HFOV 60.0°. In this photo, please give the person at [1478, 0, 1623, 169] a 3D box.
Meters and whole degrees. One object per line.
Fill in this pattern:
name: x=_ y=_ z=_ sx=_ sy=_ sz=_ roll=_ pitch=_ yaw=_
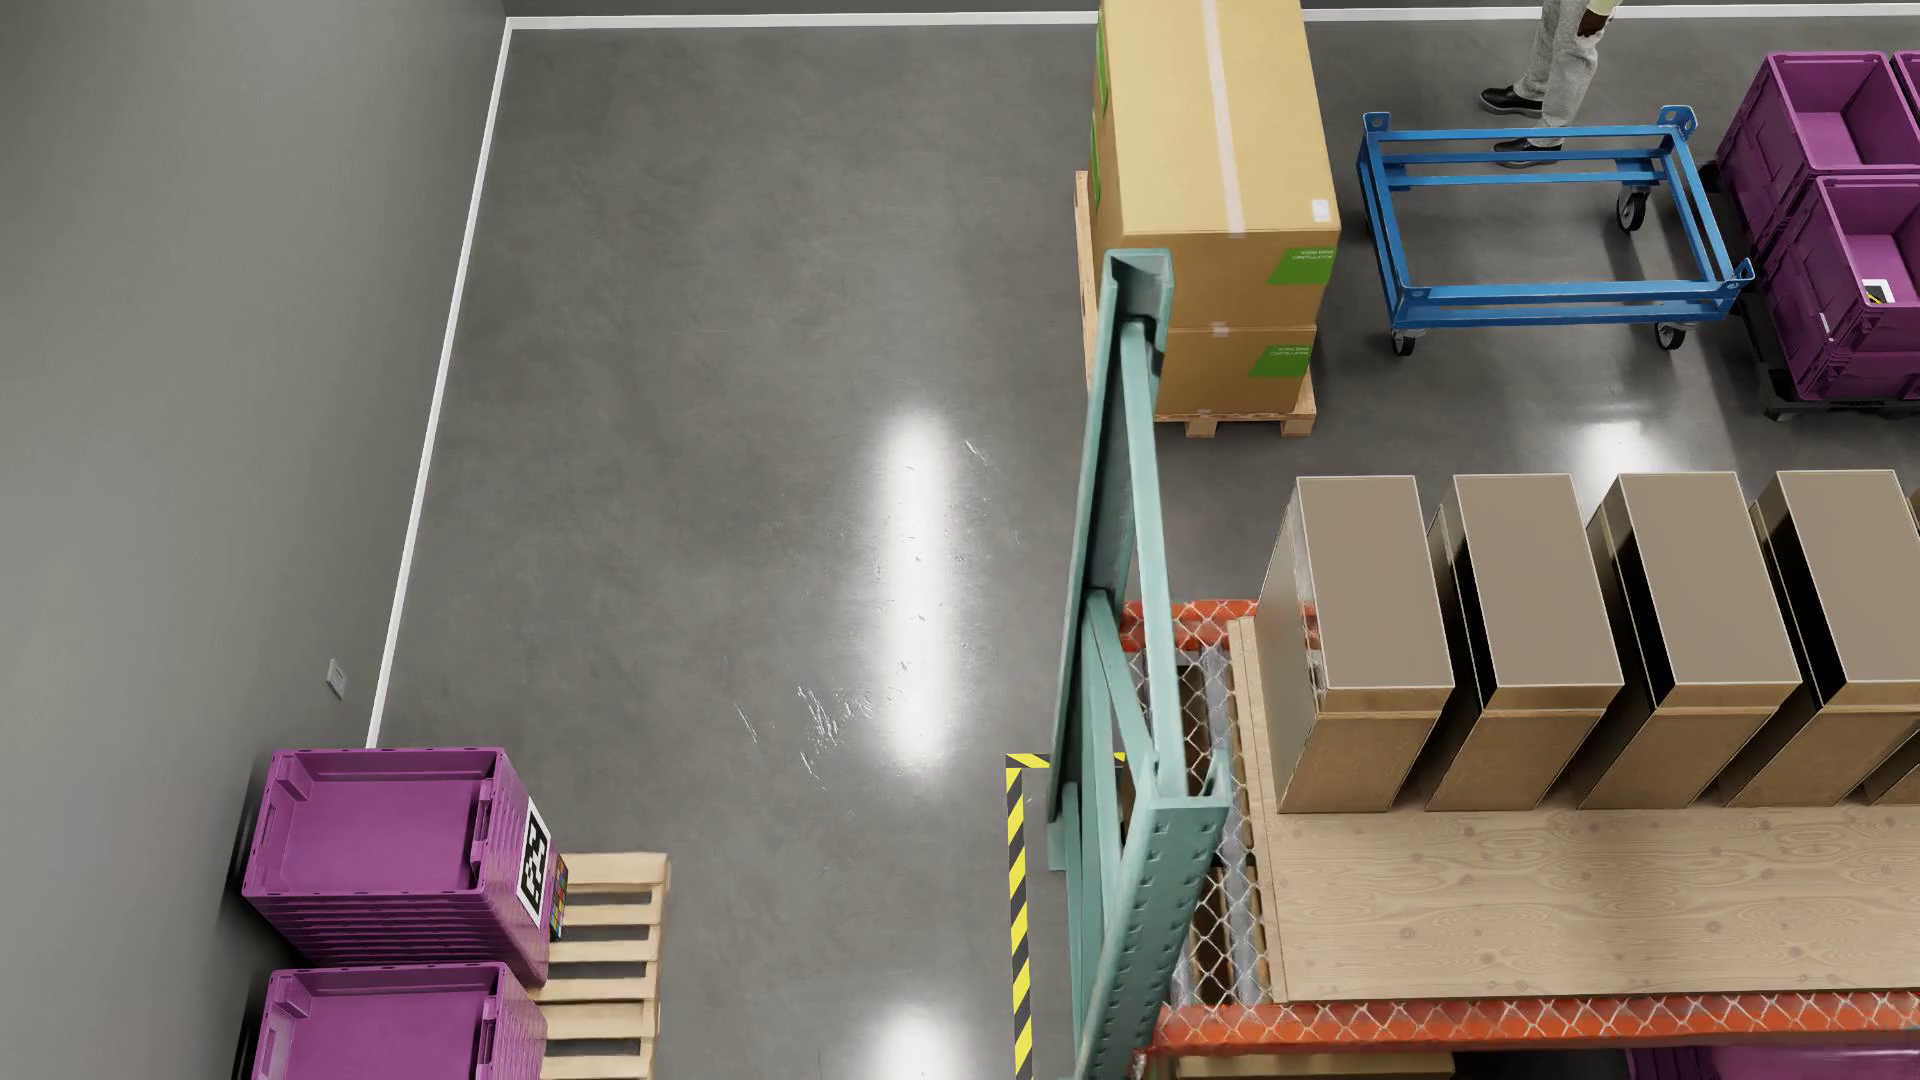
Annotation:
person: x=2.299 y=-2.150 z=6.081 sx=0.404 sy=1.829 sz=0.600 roll=2 pitch=58 yaw=1
